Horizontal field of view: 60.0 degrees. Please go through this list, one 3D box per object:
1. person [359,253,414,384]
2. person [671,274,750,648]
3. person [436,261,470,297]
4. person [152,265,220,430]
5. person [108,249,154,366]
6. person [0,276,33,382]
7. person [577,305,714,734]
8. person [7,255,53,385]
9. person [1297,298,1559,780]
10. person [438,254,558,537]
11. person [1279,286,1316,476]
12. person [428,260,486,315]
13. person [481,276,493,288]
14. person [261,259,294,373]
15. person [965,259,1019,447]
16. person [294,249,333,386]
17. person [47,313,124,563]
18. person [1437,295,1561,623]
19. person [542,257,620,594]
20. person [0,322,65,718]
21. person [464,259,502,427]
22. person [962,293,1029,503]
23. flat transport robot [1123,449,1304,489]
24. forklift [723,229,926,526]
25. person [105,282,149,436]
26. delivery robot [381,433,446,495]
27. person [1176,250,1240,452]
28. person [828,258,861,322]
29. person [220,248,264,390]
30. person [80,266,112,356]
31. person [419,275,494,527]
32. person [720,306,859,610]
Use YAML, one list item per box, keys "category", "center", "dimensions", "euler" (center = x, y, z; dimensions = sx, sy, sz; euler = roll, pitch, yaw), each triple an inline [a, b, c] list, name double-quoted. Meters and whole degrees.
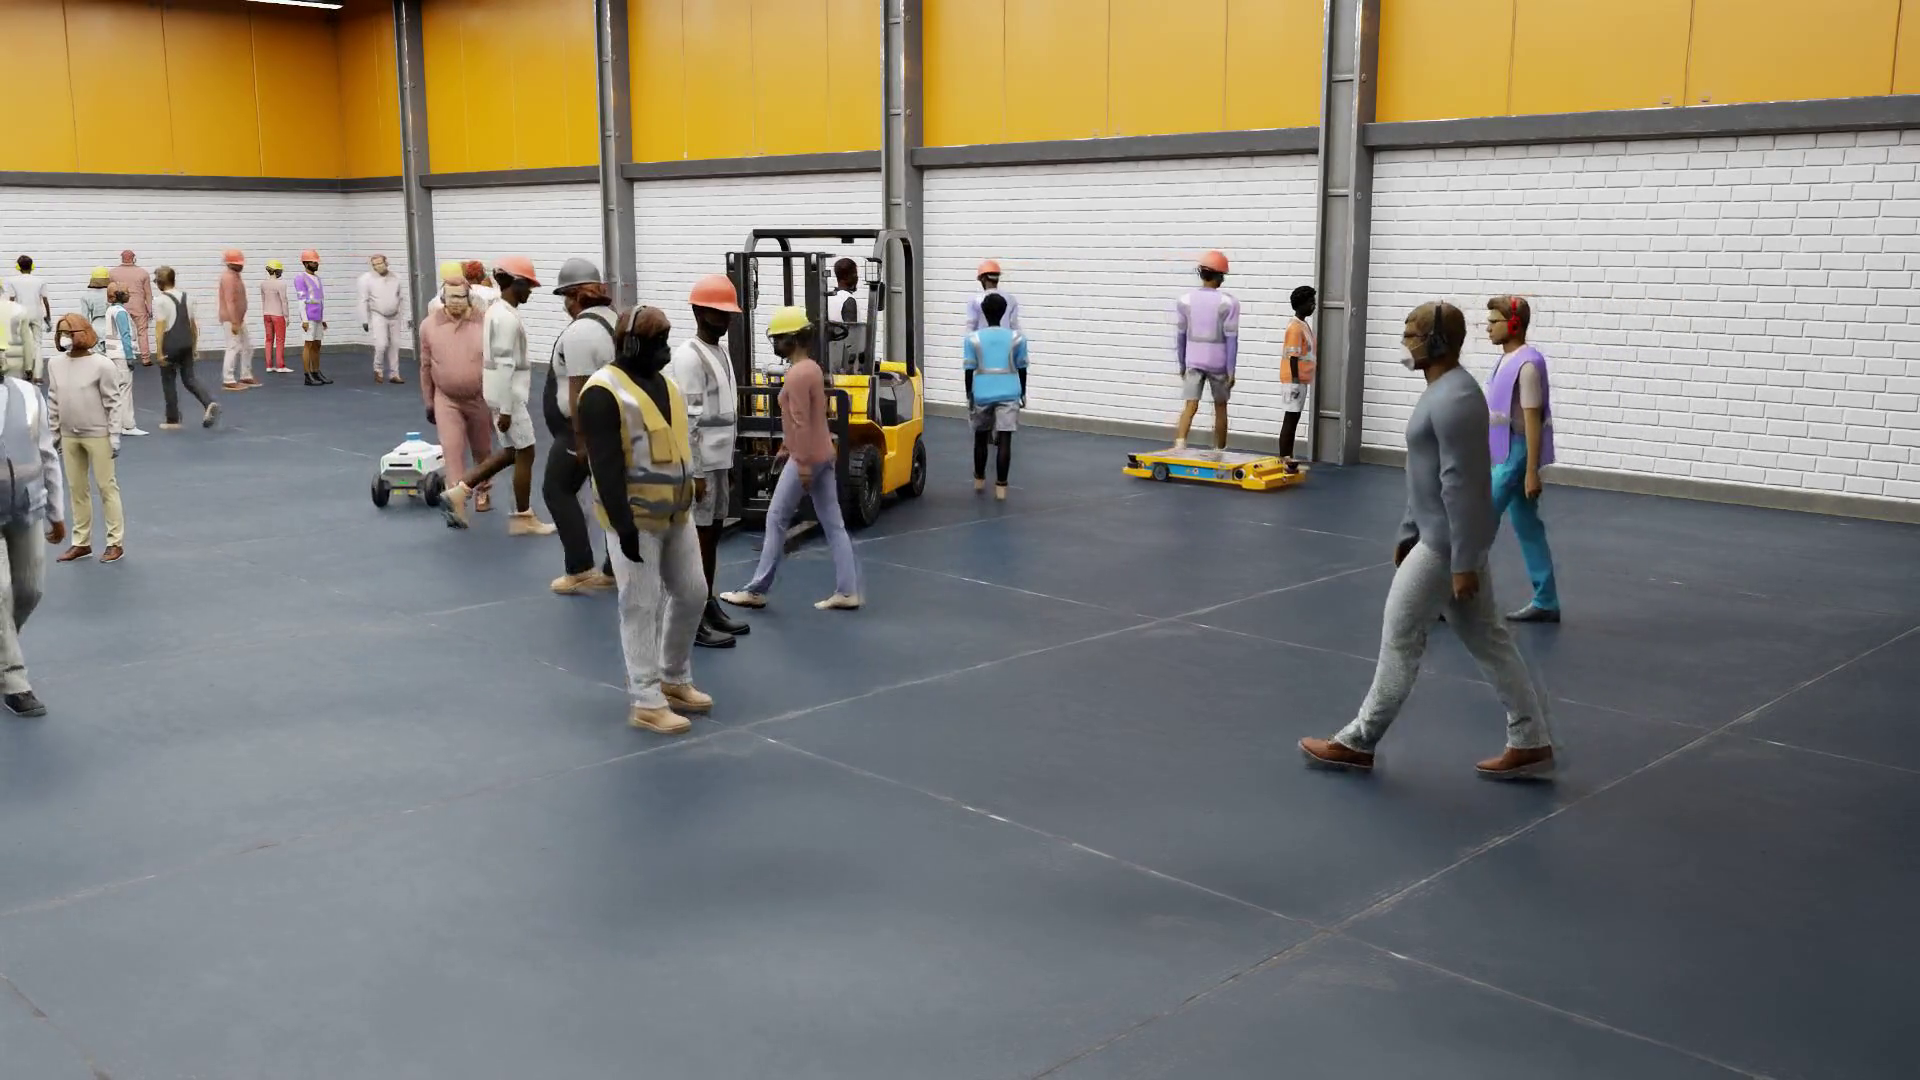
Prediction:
- category: "person"
  center: [-8.225, -3.172, 23.865]
  dimensions: [0.674, 1.879, 0.439]
  euler: [-10, 14, -44]
- category: "person"
  center: [-1.294, -0.415, 8.698]
  dimensions: [0.376, 1.934, 0.546]
  euler: [2, 11, 11]
- category: "person"
  center: [-5.538, -2.196, 18.672]
  dimensions: [0.429, 1.841, 0.625]
  euler: [9, 14, 41]
- category: "person"
  center: [-8.463, -2.079, 18.125]
  dimensions: [0.735, 1.815, 0.560]
  euler: [5, 11, 24]
- category: "person"
  center: [-13.497, -3.772, 27.091]
  dimensions: [0.661, 1.906, 0.406]
  euler: [-4, 11, -19]
- category: "person"
  center: [-9.204, -1.683, 15.925]
  dimensions: [0.609, 1.815, 0.420]
  euler: [-7, 13, -35]
- category: "person"
  center: [-1.348, -0.087, 7.180]
  dimensions: [0.456, 1.839, 0.651]
  euler: [6, 12, 28]
- category: "person"
  center: [-13.339, -3.154, 23.883]
  dimensions: [0.538, 1.847, 0.564]
  euler: [-6, 12, -28]
- category: "person"
  center: [1.897, 0.015, 6.476]
  dimensions: [1.005, 1.894, 0.646]
  euler: [3, 11, 18]
- category: "person"
  center: [-3.243, -0.990, 11.642]
  dimensions: [0.724, 2.006, 0.616]
  euler: [-4, 11, -22]
- category: "person"
  center: [3.005, -1.414, 14.815]
  dimensions: [0.318, 1.691, 0.534]
  euler: [3, 11, 17]
- category: "person"
  center: [-5.033, -1.870, 16.774]
  dimensions: [0.587, 1.889, 0.947]
  euler: [-5, 12, -27]
- category: "person"
  center: [-6.006, -2.539, 21.101]
  dimensions: [0.507, 1.630, 0.268]
  euler: [-3, 11, -13]
- category: "person"
  center: [-10.640, -3.480, 25.898]
  dimensions: [0.518, 1.756, 0.343]
  euler: [5, 11, 24]
- category: "person"
  center: [0.356, -1.871, 16.769]
  dimensions: [0.561, 1.898, 0.814]
  euler: [-4, 11, -20]
- category: "person"
  center: [-9.220, -3.173, 23.727]
  dimensions: [0.358, 1.938, 0.542]
  euler: [2, 11, 8]
- category: "person"
  center: [-5.717, -0.664, 10.872]
  dimensions: [0.498, 1.634, 0.283]
  euler: [2, 11, 10]
- category: "person"
  center: [2.903, -0.426, 9.113]
  dimensions: [0.934, 1.795, 0.598]
  euler: [2, 11, 9]
- category: "person"
  center: [-2.234, -0.693, 9.923]
  dimensions: [0.591, 2.000, 0.683]
  euler: [3, 11, 18]
- category: "person"
  center: [-4.397, -0.139, 7.548]
  dimensions: [0.809, 1.809, 0.609]
  euler: [7, 13, 34]
- category: "person"
  center: [-5.278, -2.127, 18.205]
  dimensions: [0.603, 1.871, 0.593]
  euler: [-2, 11, -12]
- category: "person"
  center: [0.292, -1.165, 13.532]
  dimensions: [0.542, 1.662, 0.833]
  euler: [0, 10, 1]
- category: "flat transport robot"
  center: [2.187, -0.634, 14.433]
  dimensions: [1.431, 0.197, 0.652]
  euler: [9, 14, 40]
- category: "forklift"
  center: [-1.050, -1.319, 12.920]
  dimensions: [1.214, 2.155, 2.313]
  euler: [2, 11, 13]
- category: "person"
  center: [-8.944, -1.931, 17.764]
  dimensions: [0.313, 1.642, 0.513]
  euler: [-9, 13, -39]
- category: "delivery robot"
  center: [-4.364, -0.617, 13.306]
  dimensions: [0.477, 0.478, 0.707]
  euler: [0, 10, -1]
- category: "person"
  center: [2.215, -1.605, 15.064]
  dimensions: [0.614, 2.017, 0.963]
  euler: [5, 12, 27]
- category: "person"
  center: [-1.096, -1.702, 15.755]
  dimensions: [0.392, 1.922, 0.593]
  euler: [-5, 11, -24]
- category: "person"
  center: [-9.960, -3.026, 22.876]
  dimensions: [0.558, 1.954, 0.665]
  euler: [-1, 10, -7]
- category: "person"
  center: [-10.838, -2.592, 21.086]
  dimensions: [0.486, 1.744, 0.311]
  euler: [-3, 11, -13]
- category: "person"
  center: [-3.716, -1.069, 12.522]
  dimensions: [0.656, 1.850, 1.005]
  euler: [-2, 11, -9]
- category: "person"
  center: [-0.970, -0.447, 9.426]
  dimensions: [0.865, 1.727, 0.524]
  euler: [2, 11, 11]
